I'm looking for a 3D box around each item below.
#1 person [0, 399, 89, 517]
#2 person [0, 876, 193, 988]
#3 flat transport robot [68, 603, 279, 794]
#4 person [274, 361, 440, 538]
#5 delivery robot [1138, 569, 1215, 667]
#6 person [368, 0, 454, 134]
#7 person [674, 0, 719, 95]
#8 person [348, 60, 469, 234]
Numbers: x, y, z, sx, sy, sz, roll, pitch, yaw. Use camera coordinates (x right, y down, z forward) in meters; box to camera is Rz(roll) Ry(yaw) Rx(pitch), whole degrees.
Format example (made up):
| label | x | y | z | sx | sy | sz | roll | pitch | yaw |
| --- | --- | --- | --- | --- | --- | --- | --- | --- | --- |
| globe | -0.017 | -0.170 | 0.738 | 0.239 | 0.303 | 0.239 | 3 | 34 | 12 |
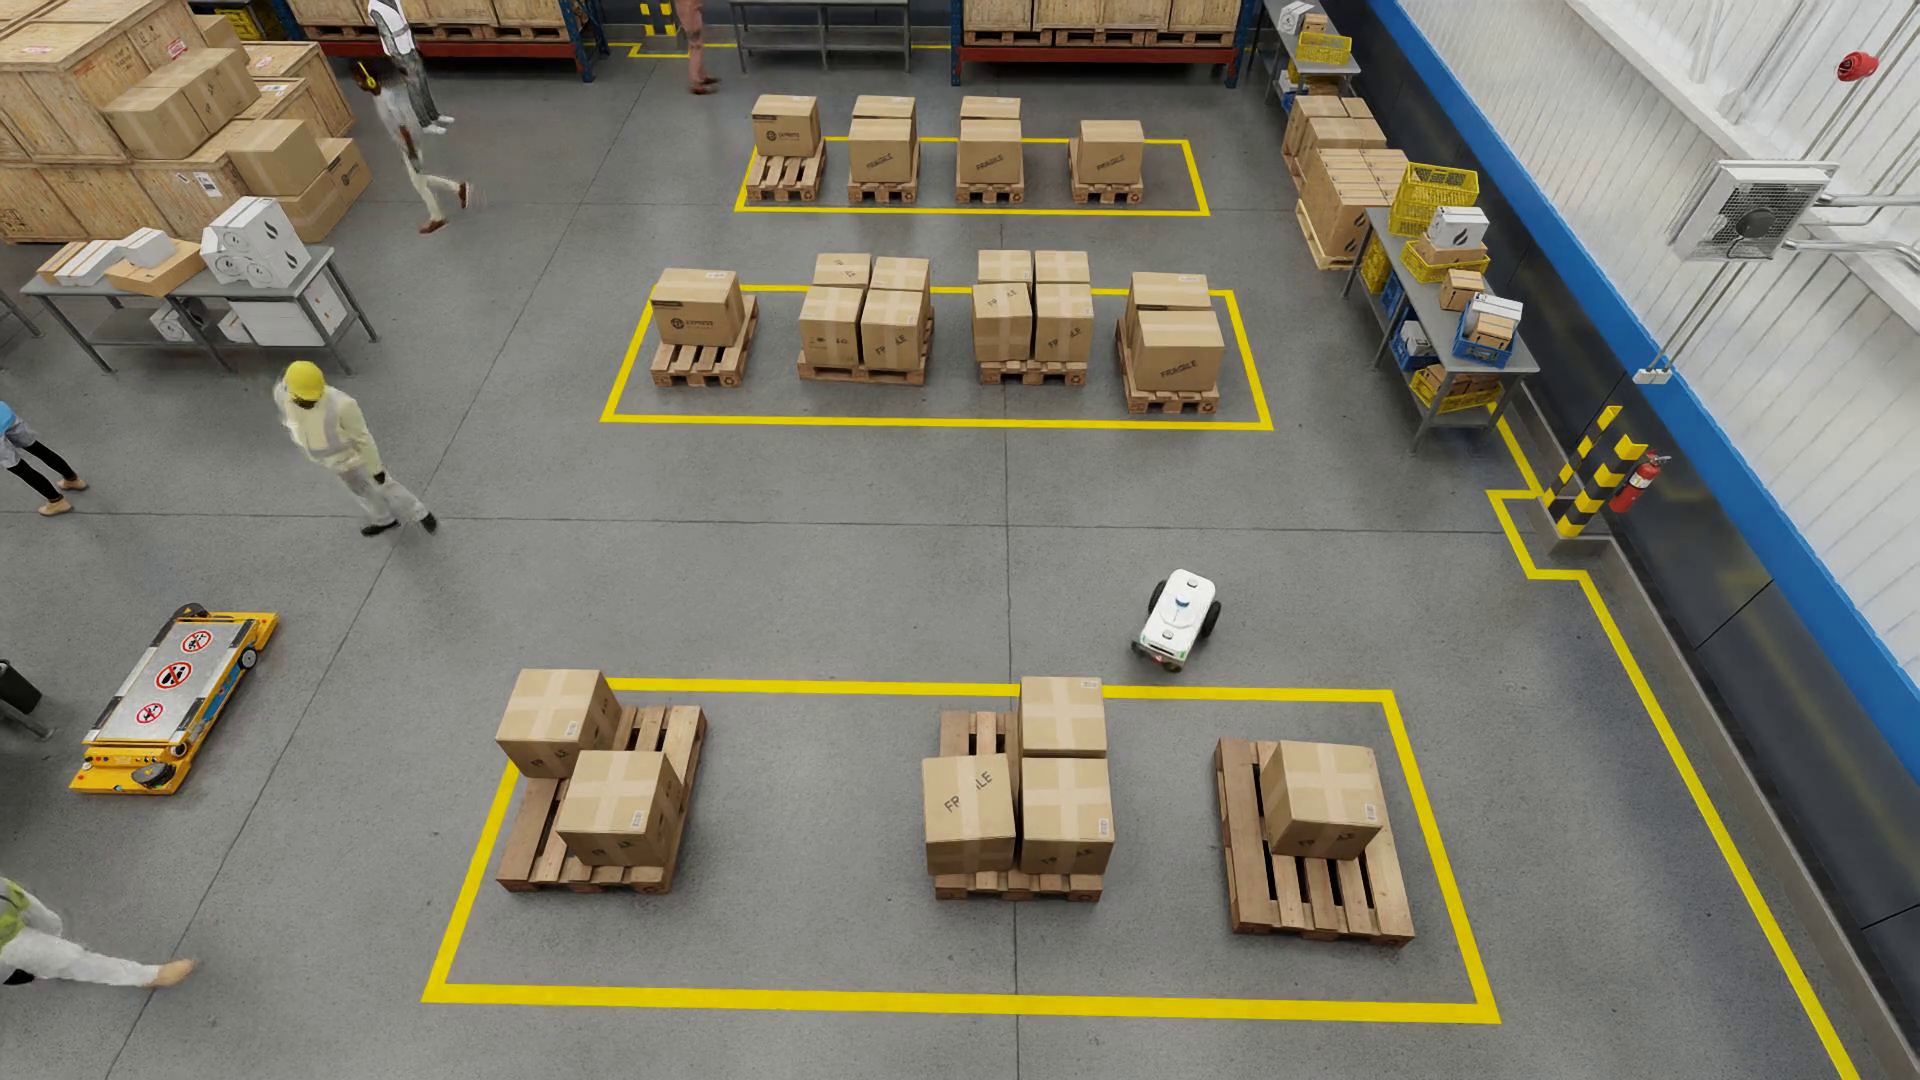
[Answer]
| label | x | y | z | sx | sy | sz | roll | pitch | yaw |
| --- | --- | --- | --- | --- | --- | --- | --- | --- | --- |
| person | -7.596 | -0.881 | 7.165 | 0.318 | 1.700 | 0.535 | -3 | 50 | -3 |
| person | -4.907 | 1.967 | 4.695 | 0.823 | 1.801 | 0.667 | -16 | 52 | -13 |
| flat transport robot | -5.504 | 1.072 | 6.442 | 0.652 | 0.197 | 1.431 | 1 | 50 | 1 |
| person | -4.622 | -0.640 | 6.913 | 0.675 | 1.783 | 0.407 | 11 | 51 | 9 |
| delivery robot | 1.576 | 0.557 | 6.634 | 0.477 | 0.478 | 0.707 | 23 | 53 | 18 |
| person | -6.938 | -6.081 | 11.432 | 0.388 | 1.911 | 0.591 | -1 | 50 | -1 |
| person | -3.566 | -6.987 | 12.199 | 0.403 | 1.905 | 0.651 | -19 | 52 | -15 |
| person | -5.924 | -4.282 | 9.955 | 0.644 | 1.846 | 0.512 | -36 | 58 | -26 |
